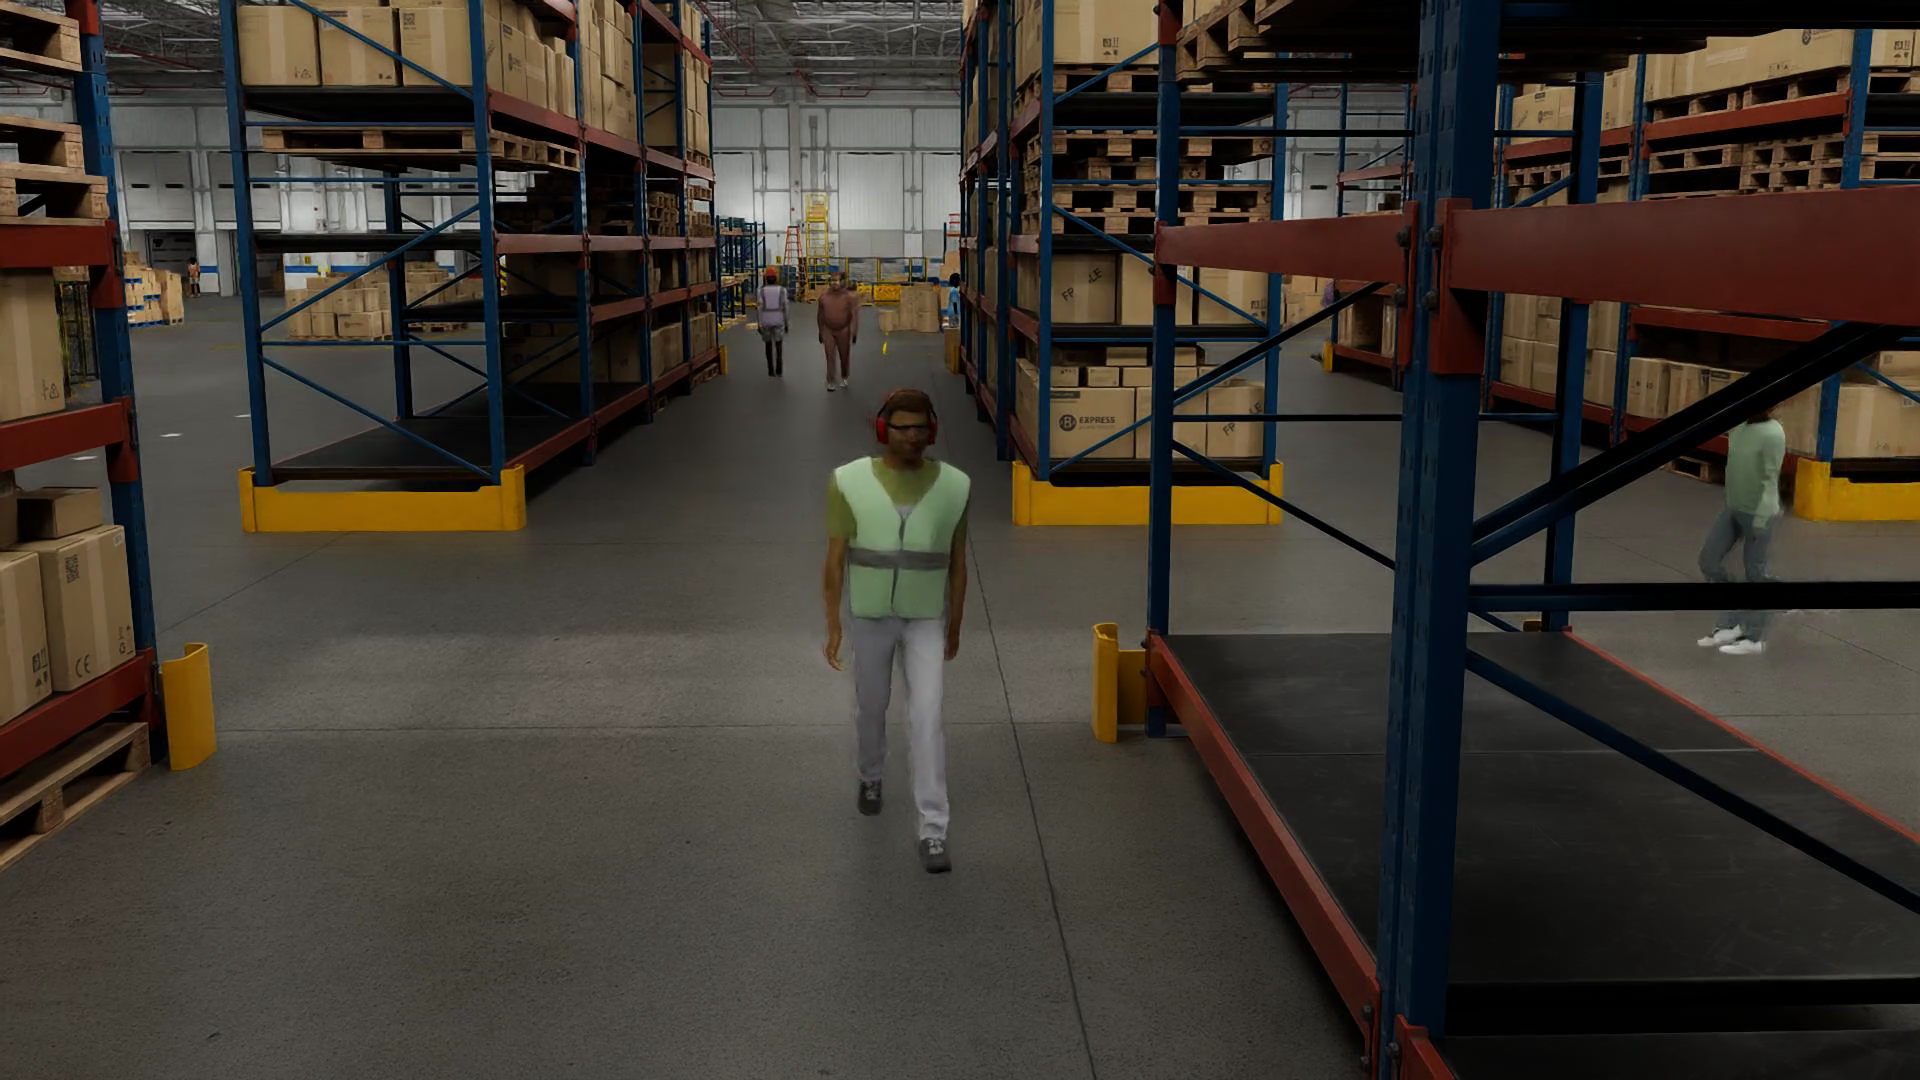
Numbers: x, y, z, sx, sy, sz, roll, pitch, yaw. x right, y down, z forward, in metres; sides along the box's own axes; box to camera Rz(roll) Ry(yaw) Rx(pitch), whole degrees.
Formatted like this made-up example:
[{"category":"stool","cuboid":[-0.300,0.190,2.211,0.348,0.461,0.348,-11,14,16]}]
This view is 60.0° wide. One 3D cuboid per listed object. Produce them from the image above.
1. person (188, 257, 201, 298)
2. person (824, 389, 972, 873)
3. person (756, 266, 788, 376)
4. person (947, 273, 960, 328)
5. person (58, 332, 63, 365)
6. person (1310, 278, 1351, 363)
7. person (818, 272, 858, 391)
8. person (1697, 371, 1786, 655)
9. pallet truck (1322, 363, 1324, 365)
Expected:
[{"category":"person","cuboid":[-32.133,-11.014,69.782,0.529,1.695,0.321,1,10,4]},{"category":"person","cuboid":[-0.246,0.297,6.500,0.586,1.800,0.974,-1,10,-8]},{"category":"person","cuboid":[-3.267,-3.801,28.953,0.561,1.924,0.544,-2,10,-11]},{"category":"person","cuboid":[-0.102,-4.686,34.527,0.318,1.697,0.535,-1,10,-3]},{"category":"person","cuboid":[-12.050,-2.425,21.933,0.376,1.689,0.546,-10,14,-44]},{"category":"person","cuboid":[7.228,-4.359,32.199,1.060,1.880,0.639,-5,11,-26]},{"category":"person","cuboid":[-1.949,-3.336,26.538,0.650,1.865,0.994,1,10,3]},{"category":"person","cuboid":[4.399,-0.142,9.399,0.451,1.614,0.531,-1,10,-7]},{"category":"pallet truck","cuboid":[7.712,-4.157,30.737,1.885,1.965,0.823,3,11,16]}]
